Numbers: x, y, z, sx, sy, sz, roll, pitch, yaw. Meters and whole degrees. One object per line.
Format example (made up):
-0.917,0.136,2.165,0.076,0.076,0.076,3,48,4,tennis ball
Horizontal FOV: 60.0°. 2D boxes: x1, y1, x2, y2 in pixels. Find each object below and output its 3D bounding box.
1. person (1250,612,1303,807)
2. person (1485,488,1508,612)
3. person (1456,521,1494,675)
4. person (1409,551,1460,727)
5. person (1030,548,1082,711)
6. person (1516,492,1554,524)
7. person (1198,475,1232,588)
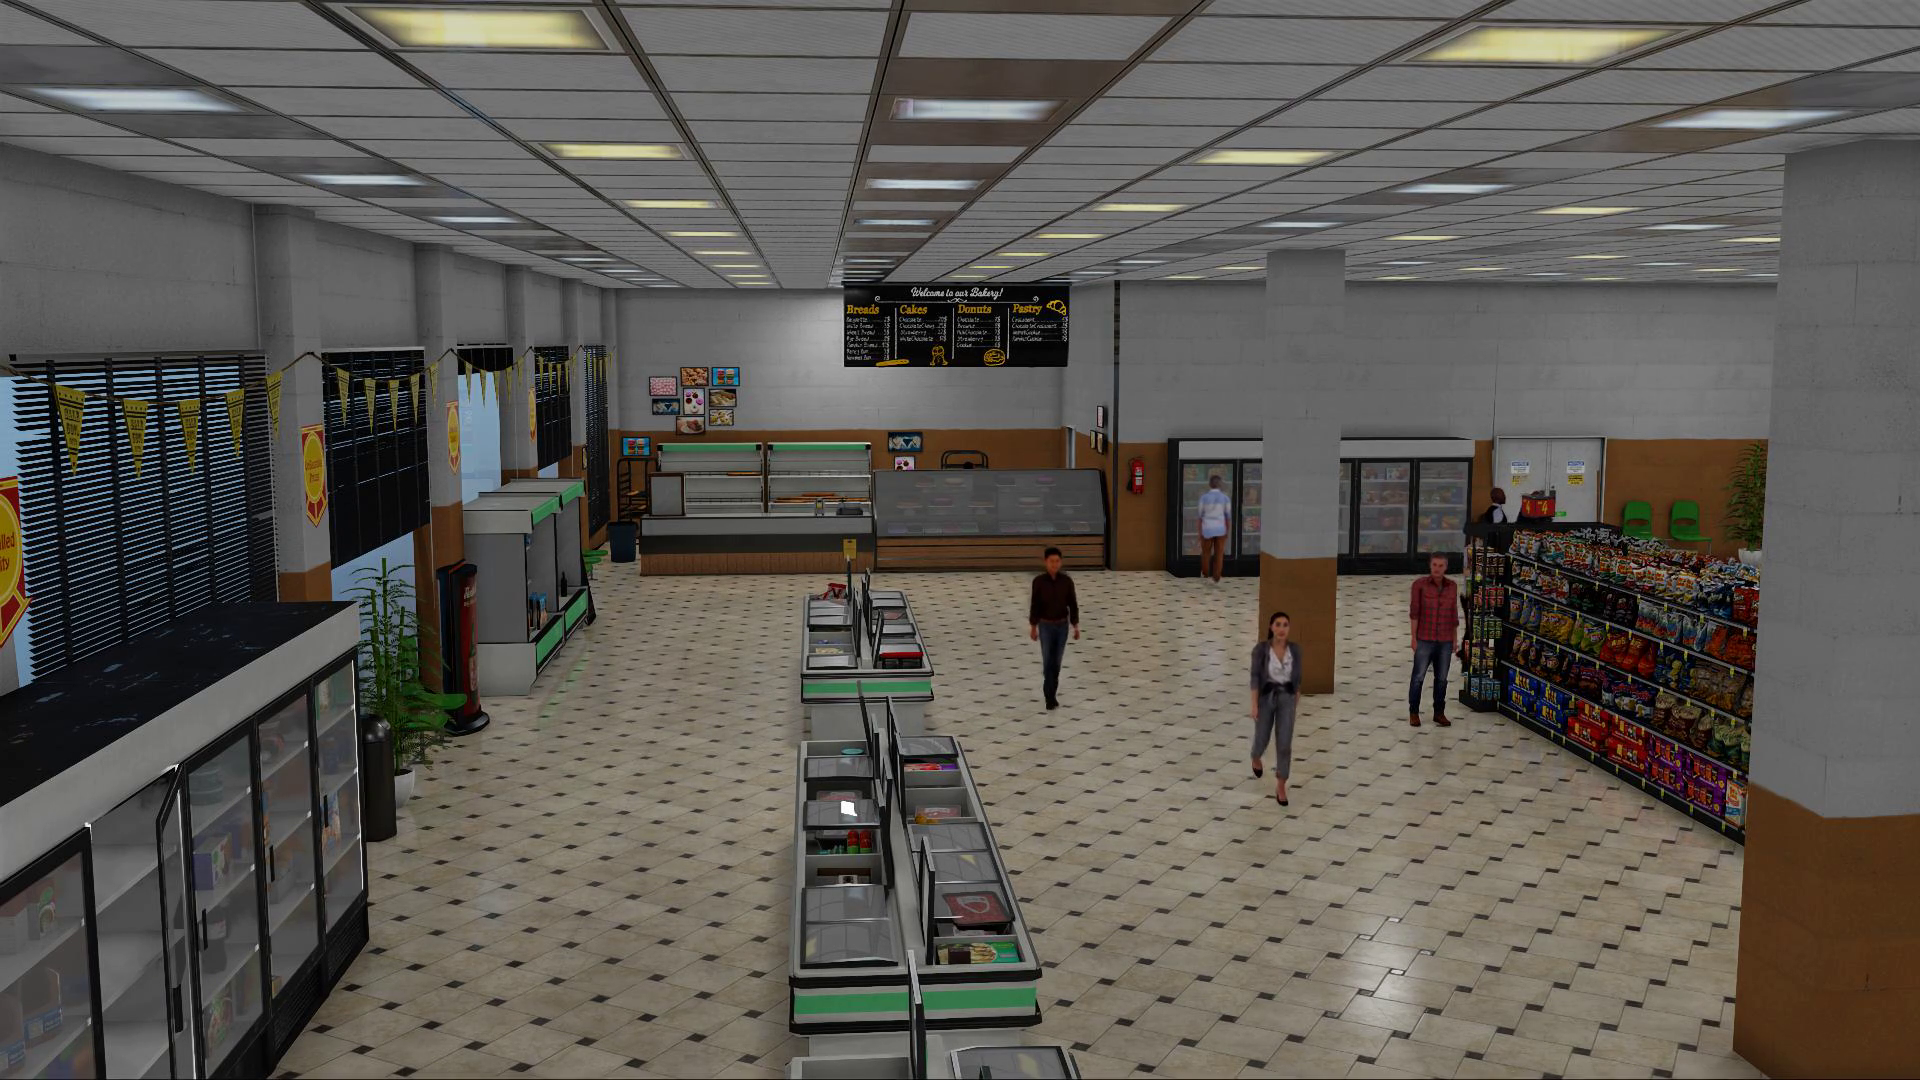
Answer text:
2.726,1.444,14.492,0.648,1.656,1.019,0,7,0,person
7.932,0.126,24.681,0.748,1.828,0.517,0,7,2,person
6.091,0.688,19.916,0.824,1.855,0.879,-7,10,-44,person
4.934,1.011,17.346,0.677,1.830,0.529,-1,7,-4,person
0.998,0.955,18.120,0.694,1.757,0.843,-1,7,-9,person
8.370,0.186,24.340,0.711,1.792,1.124,-1,7,-8,person
4.115,-0.120,26.880,0.832,1.790,1.106,1,7,4,person
